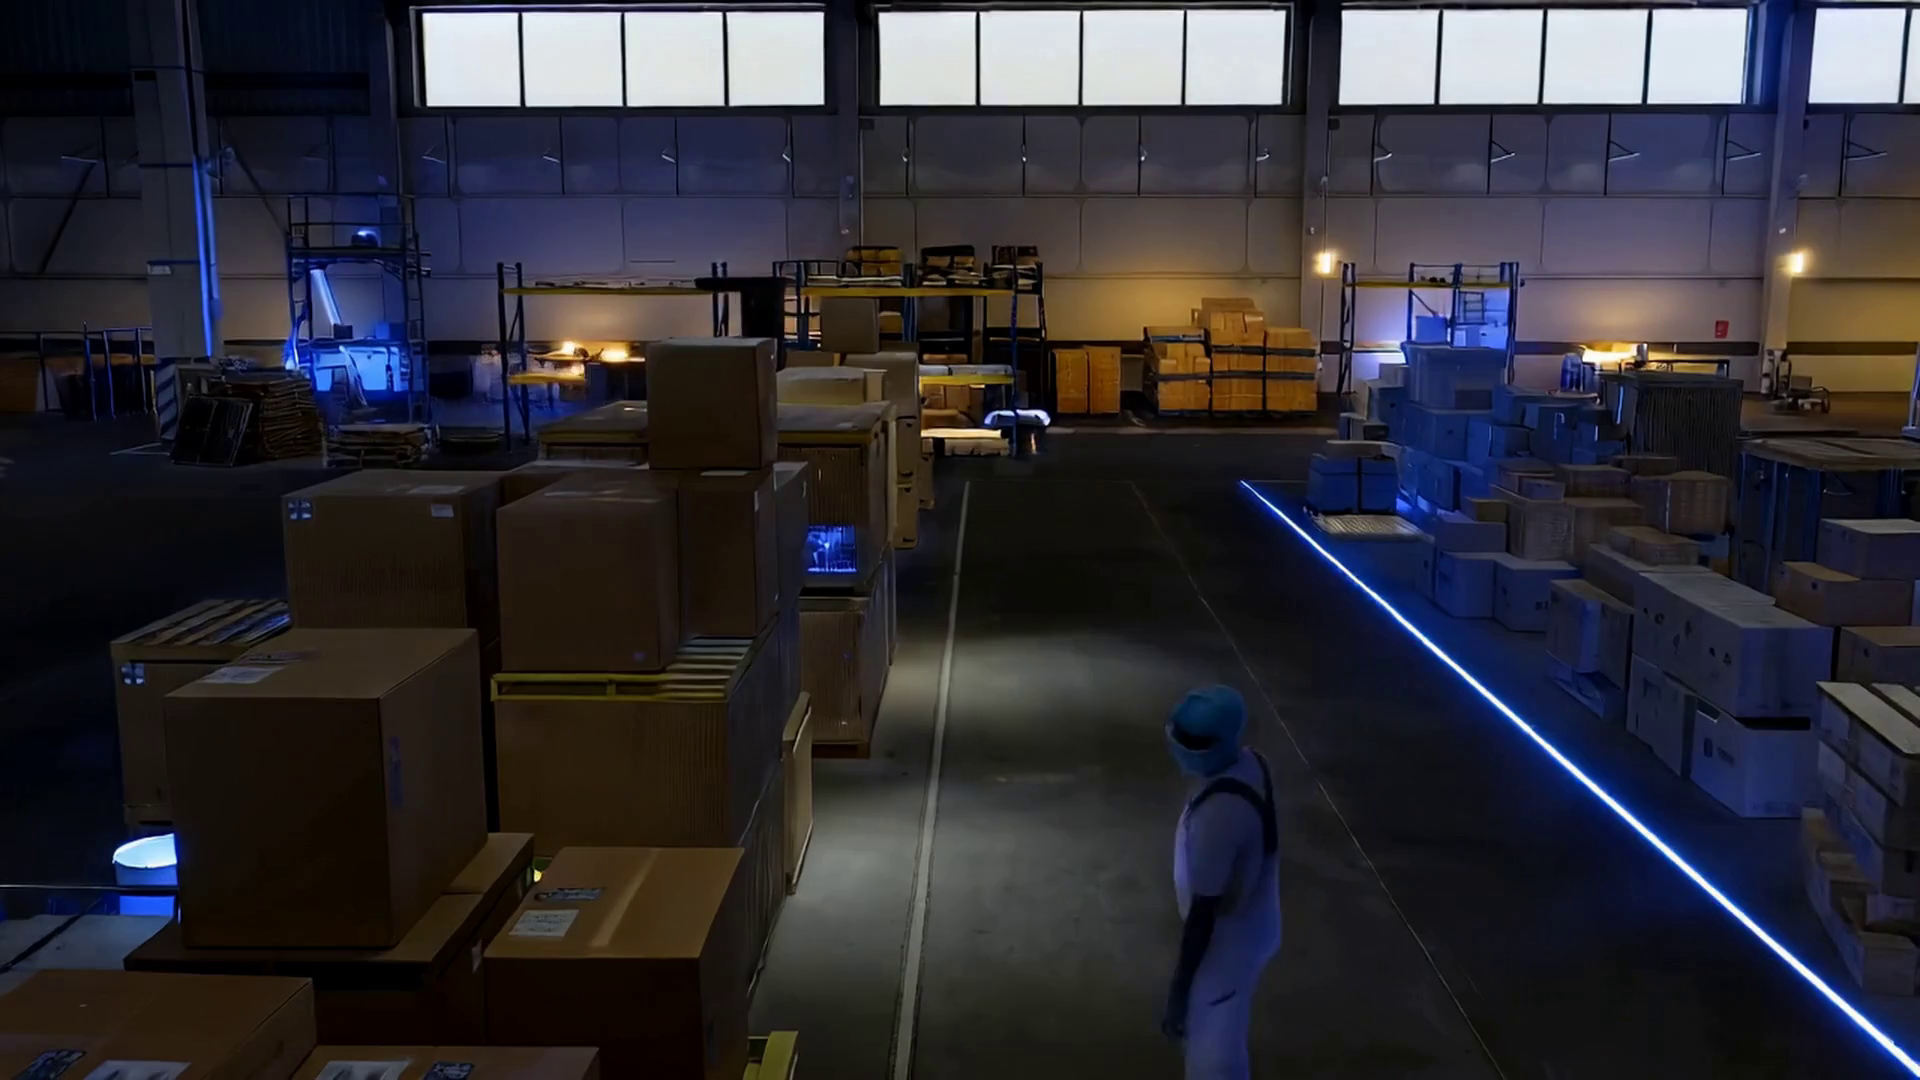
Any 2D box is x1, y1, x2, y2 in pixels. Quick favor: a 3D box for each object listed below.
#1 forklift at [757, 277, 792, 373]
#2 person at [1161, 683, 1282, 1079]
[{"bbox_3d":[-2.680,-2.403,24.028,1.873,2.768,1.129,0,9,1],"label":"forklift"},{"bbox_3d":[0.826,1.303,5.063,0.412,1.806,0.678,4,10,25],"label":"person"}]
